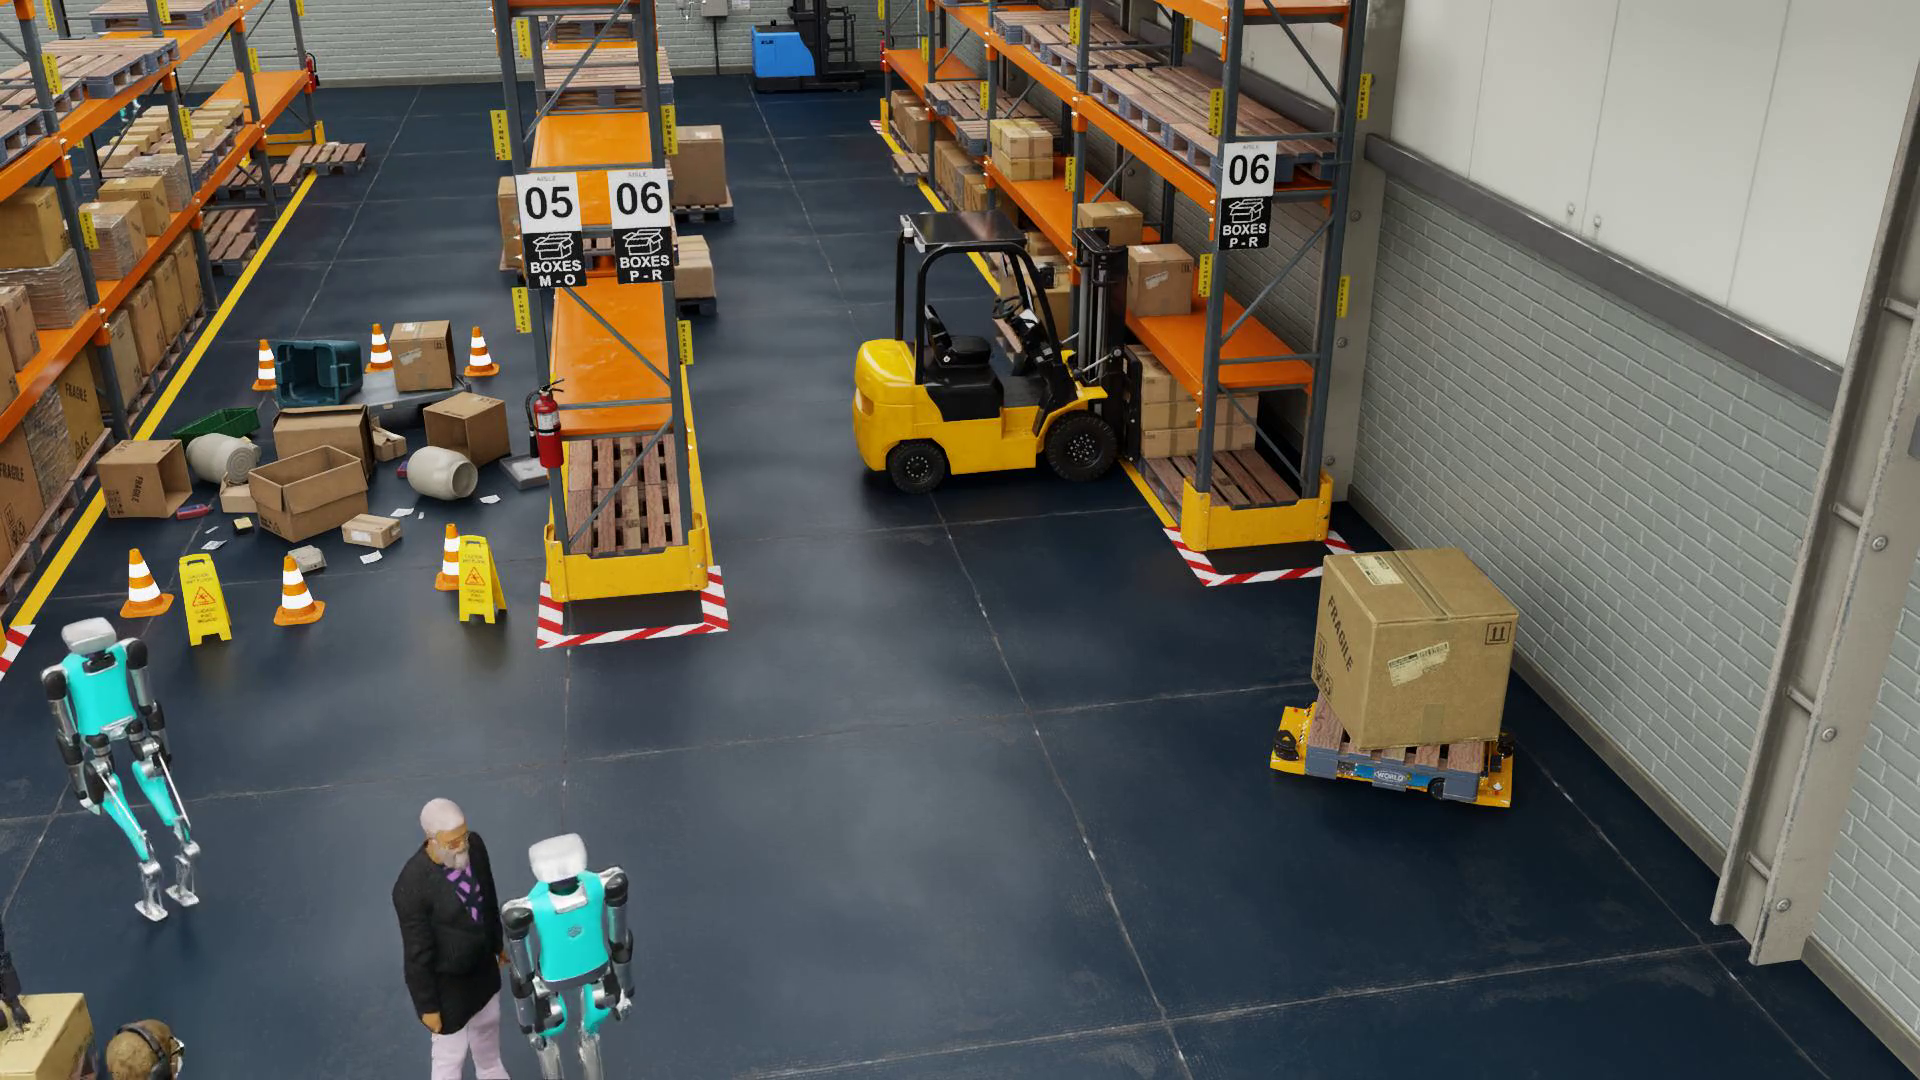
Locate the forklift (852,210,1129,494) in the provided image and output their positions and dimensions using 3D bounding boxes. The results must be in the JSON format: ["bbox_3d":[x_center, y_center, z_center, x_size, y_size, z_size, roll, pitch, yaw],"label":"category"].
[{"bbox_3d":[0.216,-1.659,14.366,2.313,2.155,1.214,-5,26,-10],"label":"forklift"}]

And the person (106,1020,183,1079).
[{"bbox_3d":[-2.784,2.537,5.941,0.643,1.920,0.529,15,29,28],"label":"person"}]

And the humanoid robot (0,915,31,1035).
[{"bbox_3d":[-4.322,2.105,7.158,0.679,1.630,0.588,15,29,28],"label":"humanoid robot"}]

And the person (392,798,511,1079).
[{"bbox_3d":[-2.229,1.904,7.351,0.405,1.845,0.546,11,28,21],"label":"person"}]

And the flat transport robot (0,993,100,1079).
[{"bbox_3d":[-4.315,2.825,7.247,1.431,0.231,0.659,-8,27,-16],"label":"flat transport robot"}]

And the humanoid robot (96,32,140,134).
[{"bbox_3d":[-13.306,-7.151,26.380,0.538,1.756,1.039,-21,32,-36],"label":"humanoid robot"}]

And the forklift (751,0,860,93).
[{"bbox_3d":[-2.872,-9.679,30.288,1.873,2.768,1.129,-5,26,-10],"label":"forklift"}]

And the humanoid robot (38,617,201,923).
[{"bbox_3d":[-4.307,1.276,8.734,0.682,1.765,0.533,20,32,35],"label":"humanoid robot"}]

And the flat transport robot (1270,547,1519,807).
[{"bbox_3d":[2.709,1.312,10.398,1.431,0.231,0.659,8,27,16],"label":"flat transport robot"}]

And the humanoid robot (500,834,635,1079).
[{"bbox_3d":[-1.749,1.987,7.360,0.532,1.833,0.749,-14,29,-27],"label":"humanoid robot"}]
